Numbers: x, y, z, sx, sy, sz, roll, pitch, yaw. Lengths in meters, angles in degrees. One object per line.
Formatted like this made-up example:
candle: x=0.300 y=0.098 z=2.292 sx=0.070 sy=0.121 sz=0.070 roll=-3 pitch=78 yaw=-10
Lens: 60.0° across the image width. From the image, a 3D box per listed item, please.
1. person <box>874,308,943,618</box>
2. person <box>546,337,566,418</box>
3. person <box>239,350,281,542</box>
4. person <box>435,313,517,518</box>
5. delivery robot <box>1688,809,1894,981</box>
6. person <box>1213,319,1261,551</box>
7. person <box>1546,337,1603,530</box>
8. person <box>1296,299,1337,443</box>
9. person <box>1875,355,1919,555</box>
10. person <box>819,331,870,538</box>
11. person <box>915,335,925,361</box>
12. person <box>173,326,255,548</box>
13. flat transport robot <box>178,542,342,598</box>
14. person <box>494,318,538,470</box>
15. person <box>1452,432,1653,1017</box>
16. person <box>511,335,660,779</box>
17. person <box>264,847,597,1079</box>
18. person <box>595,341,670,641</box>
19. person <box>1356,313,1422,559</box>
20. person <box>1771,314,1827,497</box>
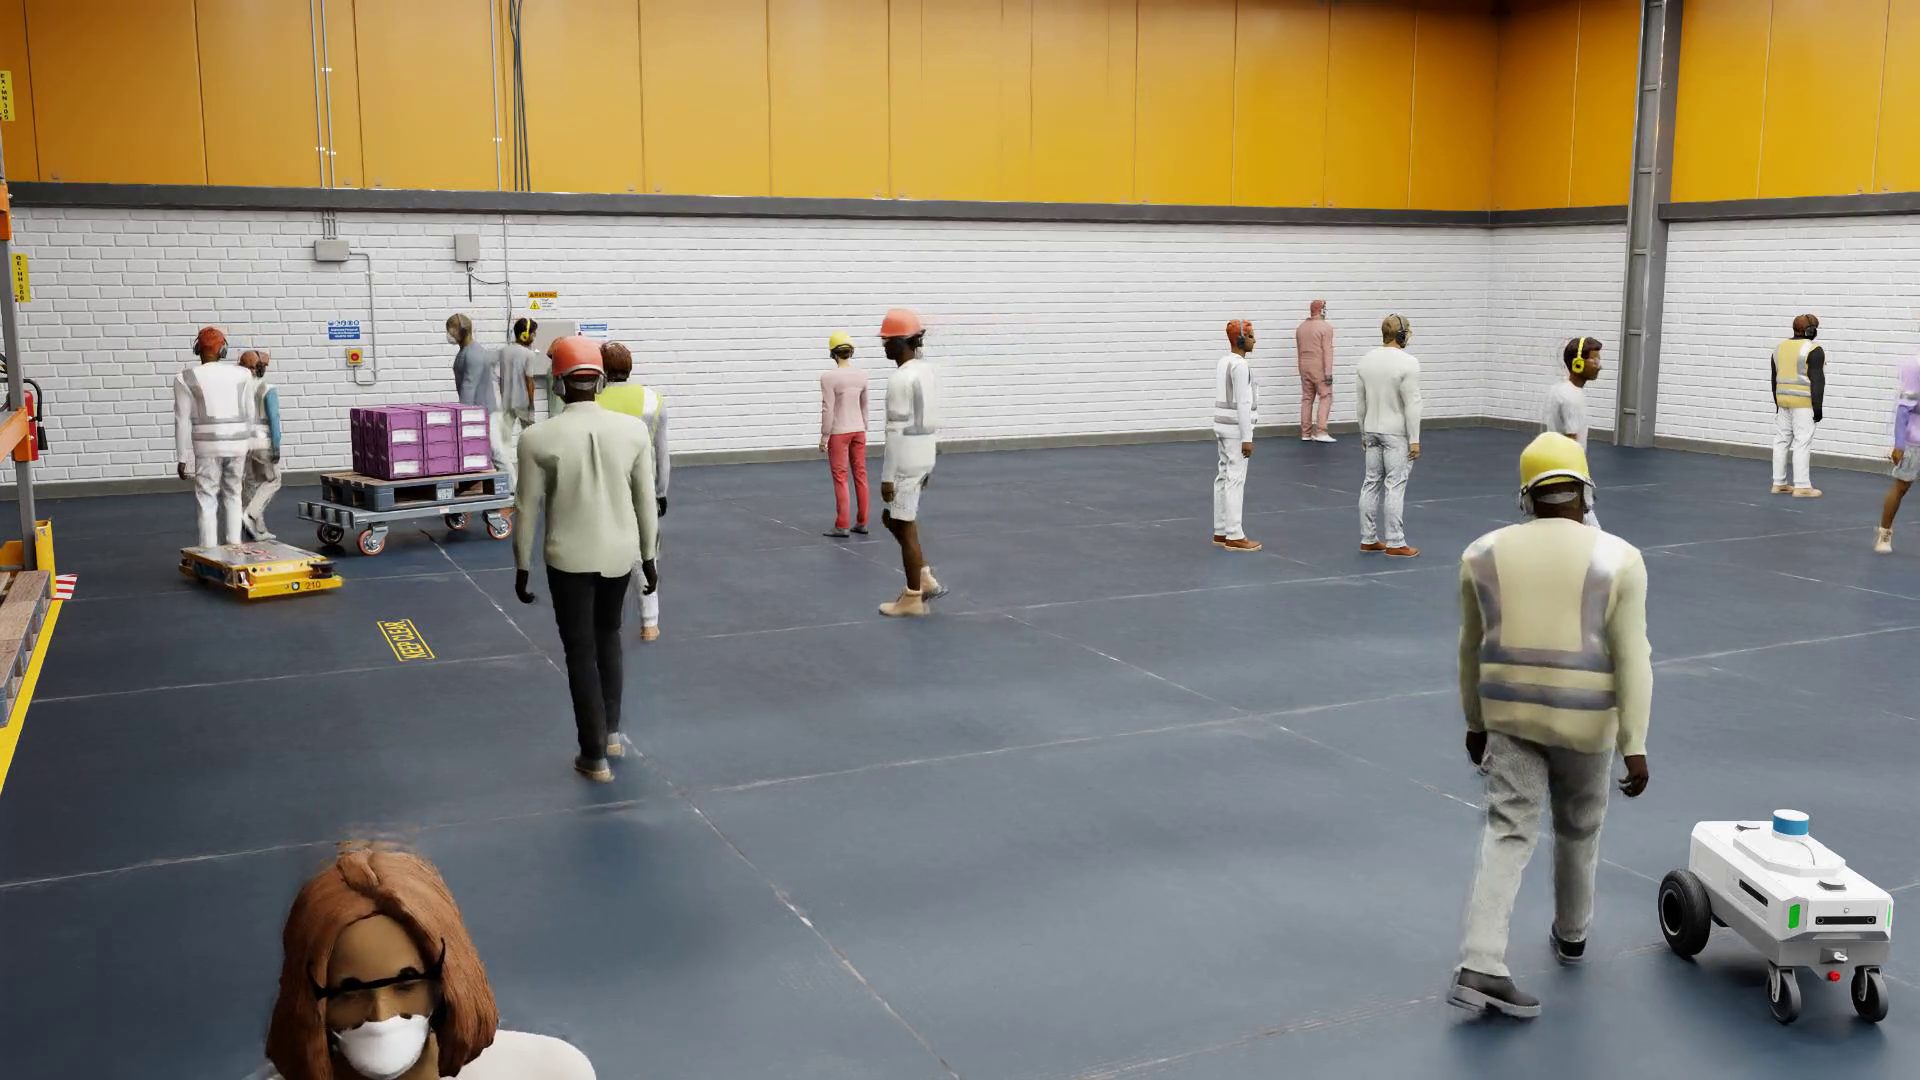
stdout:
person: x=-0.373 y=-0.488 z=10.831 sx=0.420 sy=2.032 sz=0.632 roll=3 pitch=10 yaw=15
person: x=-3.874 y=-1.167 z=16.284 sx=0.289 sy=1.633 sz=0.499 roll=-8 pitch=12 yaw=-39
person: x=-5.896 y=-0.763 z=13.814 sx=0.513 sy=1.621 sz=0.481 roll=3 pitch=10 yaw=18
person: x=-4.510 y=-1.117 z=15.189 sx=1.015 sy=1.876 sz=0.659 roll=-5 pitch=10 yaw=-27
delivery robot: x=2.616 y=1.100 z=5.268 sx=0.477 sy=0.478 sz=0.707 roll=0 pitch=9 yaw=-1
person: x=2.256 y=-0.854 z=13.575 sx=0.354 sy=1.883 sz=0.573 roll=-2 pitch=9 yaw=-10
person: x=4.038 y=-0.377 z=10.725 sx=0.819 sy=1.837 sz=0.569 roll=4 pitch=10 yaw=23
person: x=4.746 y=-2.242 z=22.137 sx=0.396 sy=1.898 sz=0.665 roll=-5 pitch=11 yaw=-29
person: x=7.598 y=-0.808 z=13.063 sx=0.629 sy=1.981 sz=0.888 roll=-1 pitch=9 yaw=-7
person: x=-0.999 y=-0.902 z=14.239 sx=0.329 sy=1.765 sz=0.527 roll=9 pitch=13 yaw=44
person: x=-0.542 y=-1.709 z=19.648 sx=0.286 sy=1.632 sz=0.501 roll=-4 pitch=10 yaw=-26
person: x=-5.562 y=-0.660 z=12.443 sx=0.596 sy=1.860 sz=0.495 roll=-7 pitch=12 yaw=-37
flat transport robot: x=-5.094 y=0.194 z=12.053 sx=0.652 sy=0.197 sz=1.431 roll=-8 pitch=12 yaw=-42
person: x=-4.485 y=-1.352 z=16.923 sx=0.547 sy=1.801 sz=1.007 roll=4 pitch=10 yaw=22
person: x=1.833 y=0.560 z=5.182 sx=0.630 sy=1.771 sz=0.895 roll=6 pitch=11 yaw=32
person: x=-1.732 y=0.068 z=7.543 sx=0.646 sy=1.975 sz=0.672 roll=-6 pitch=11 yaw=-33
person: x=-0.647 y=1.145 z=1.970 sx=0.523 sy=1.622 sz=0.447 roll=-4 pitch=10 yaw=-25
person: x=-2.083 y=-0.283 z=10.151 sx=0.626 sy=1.847 sz=0.429 roll=-3 pitch=10 yaw=-19
person: x=3.407 y=-0.820 z=13.188 sx=0.368 sy=1.939 sz=0.632 roll=-6 pitch=11 yaw=-32
person: x=8.506 y=-1.361 z=16.844 sx=0.430 sy=1.845 sz=0.620 roll=-3 pitch=10 yaw=-16
